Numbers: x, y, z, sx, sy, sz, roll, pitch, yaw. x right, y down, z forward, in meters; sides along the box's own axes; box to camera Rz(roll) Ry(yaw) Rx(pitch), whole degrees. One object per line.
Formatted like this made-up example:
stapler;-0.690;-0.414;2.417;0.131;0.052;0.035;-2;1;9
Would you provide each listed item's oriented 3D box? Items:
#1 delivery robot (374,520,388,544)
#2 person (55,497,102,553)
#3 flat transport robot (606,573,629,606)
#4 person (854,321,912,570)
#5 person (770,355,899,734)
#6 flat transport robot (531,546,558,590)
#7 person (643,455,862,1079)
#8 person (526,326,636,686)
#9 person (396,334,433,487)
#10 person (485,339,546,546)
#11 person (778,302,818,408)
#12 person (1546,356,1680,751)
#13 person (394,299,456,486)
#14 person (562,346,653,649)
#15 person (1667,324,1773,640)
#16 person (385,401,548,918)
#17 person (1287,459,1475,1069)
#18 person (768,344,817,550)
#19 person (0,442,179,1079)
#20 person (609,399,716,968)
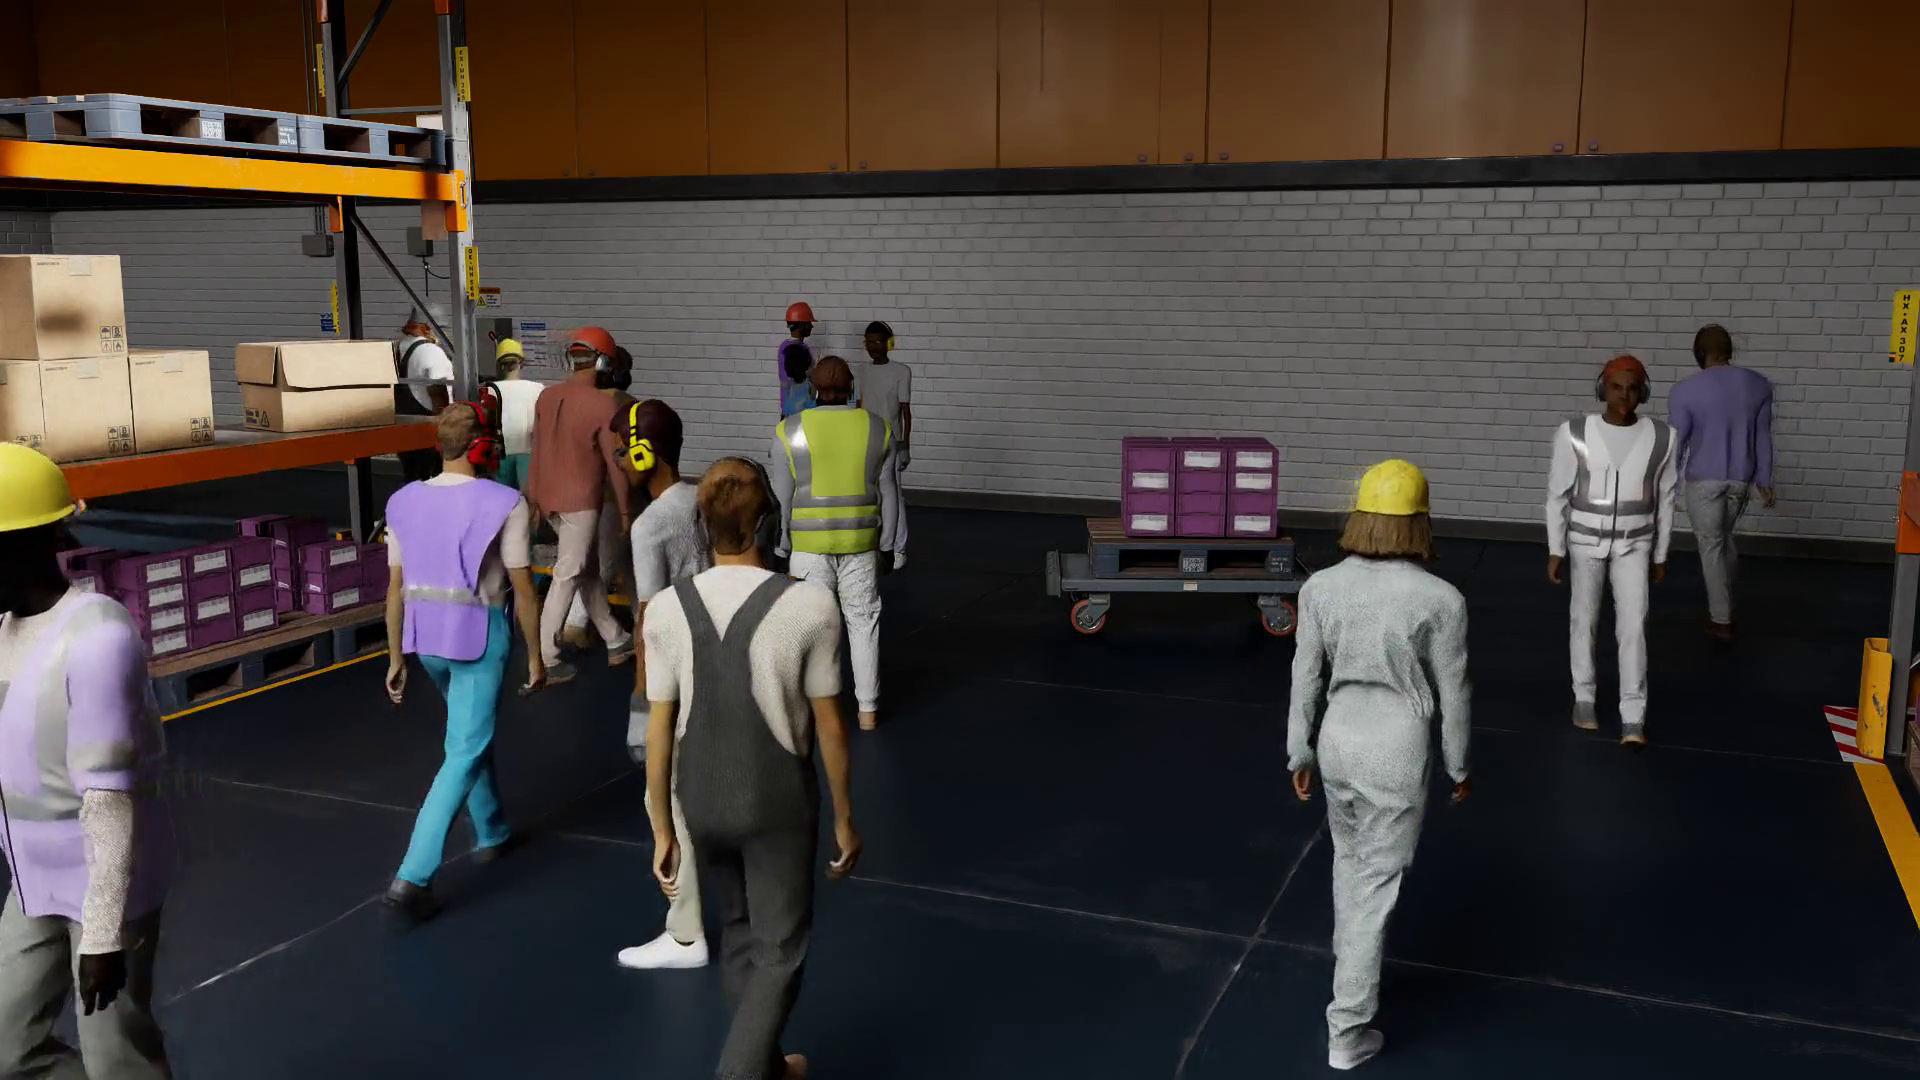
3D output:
delivery robot;-3.901;-0.034;12.054;0.707;0.478;0.477;3;10;19
person;-5.794;-0.410;10.613;0.556;1.892;0.963;2;10;11
flat transport robot;-1.649;0.325;11.025;1.431;0.197;0.652;5;11;27
person;-0.602;-0.710;12.497;0.509;1.860;0.316;5;11;27
person;-0.613;0.025;8.093;0.636;1.840;0.429;-2;10;-14
flat transport robot;-2.903;0.207;11.738;1.431;0.197;0.652;6;11;33
person;-0.541;0.701;4.105;0.518;1.817;0.861;3;10;16
person;-2.039;-0.198;9.162;0.623;1.926;0.958;7;12;38
person;-4.276;-0.793;13.360;0.570;1.759;0.540;7;12;37
person;-3.364;-0.657;12.609;0.520;1.724;0.871;-1;9;-5
person;-1.459;-1.199;15.219;0.354;1.939;0.545;-6;11;-30
person;3.078;0.060;7.879;0.590;1.838;0.941;3;10;16
person;-4.230;-0.897;13.078;0.696;2.000;0.621;6;11;32
person;-2.104;-0.255;9.957;0.901;1.809;0.628;-8;12;-40
person;4.603;-0.361;10.215;0.649;1.908;0.652;-1;9;-5
person;-1.808;0.403;5.963;0.561;1.797;0.951;4;10;22
person;1.247;0.624;4.835;0.486;1.717;0.733;8;12;40
person;-1.298;-0.746;13.314;0.913;1.637;0.563;-5;10;-25
person;-1.910;0.741;3.557;0.603;1.913;0.422;7;12;36
person;-0.850;0.467;5.391;0.513;1.850;0.682;3;10;19
